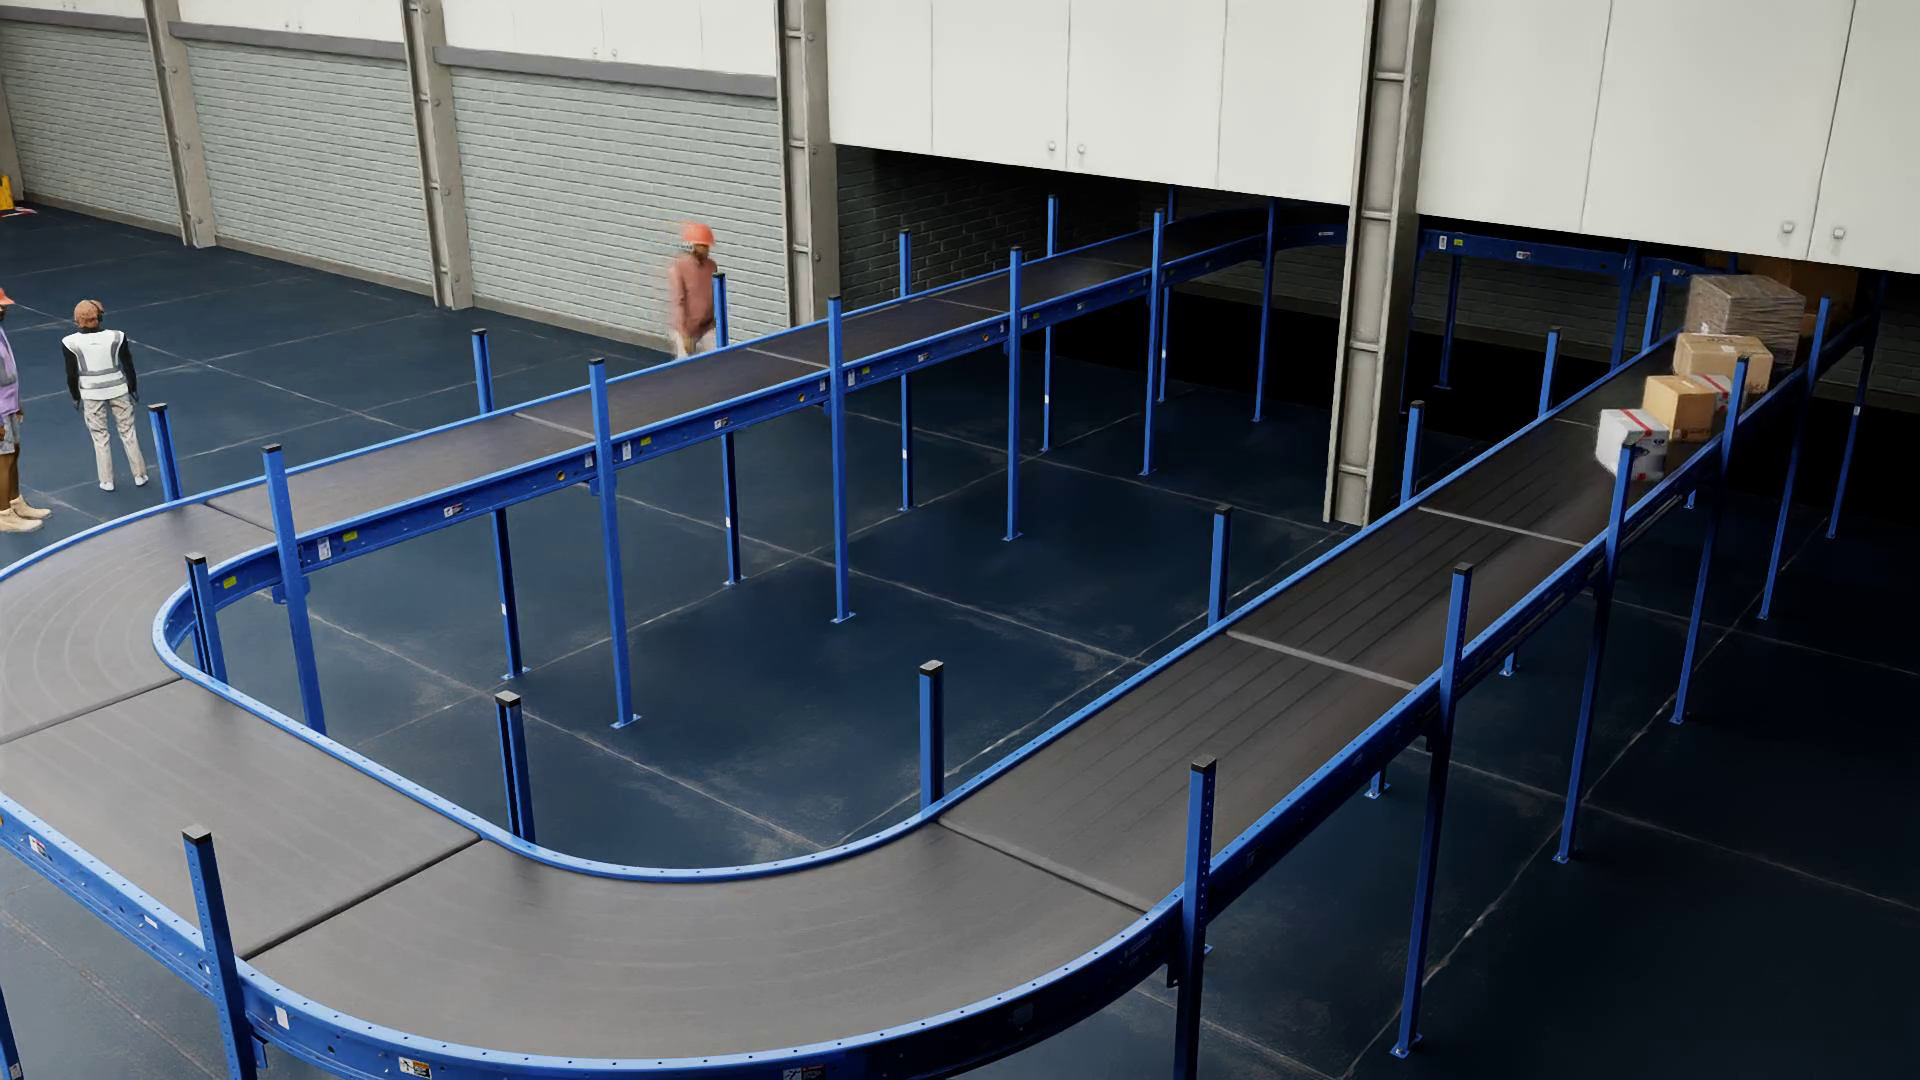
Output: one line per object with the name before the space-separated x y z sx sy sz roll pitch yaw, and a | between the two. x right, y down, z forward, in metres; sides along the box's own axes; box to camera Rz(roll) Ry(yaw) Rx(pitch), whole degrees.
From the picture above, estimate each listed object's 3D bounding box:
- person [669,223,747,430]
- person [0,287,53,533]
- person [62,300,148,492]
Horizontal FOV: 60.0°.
person | -2.371 -1.946 15.459 0.924 1.950 0.629 18 28 39
person | -7.527 -1.053 13.106 0.420 2.035 0.601 -7 22 -16
person | -7.211 -1.212 14.031 0.522 1.637 0.309 -13 25 -29
